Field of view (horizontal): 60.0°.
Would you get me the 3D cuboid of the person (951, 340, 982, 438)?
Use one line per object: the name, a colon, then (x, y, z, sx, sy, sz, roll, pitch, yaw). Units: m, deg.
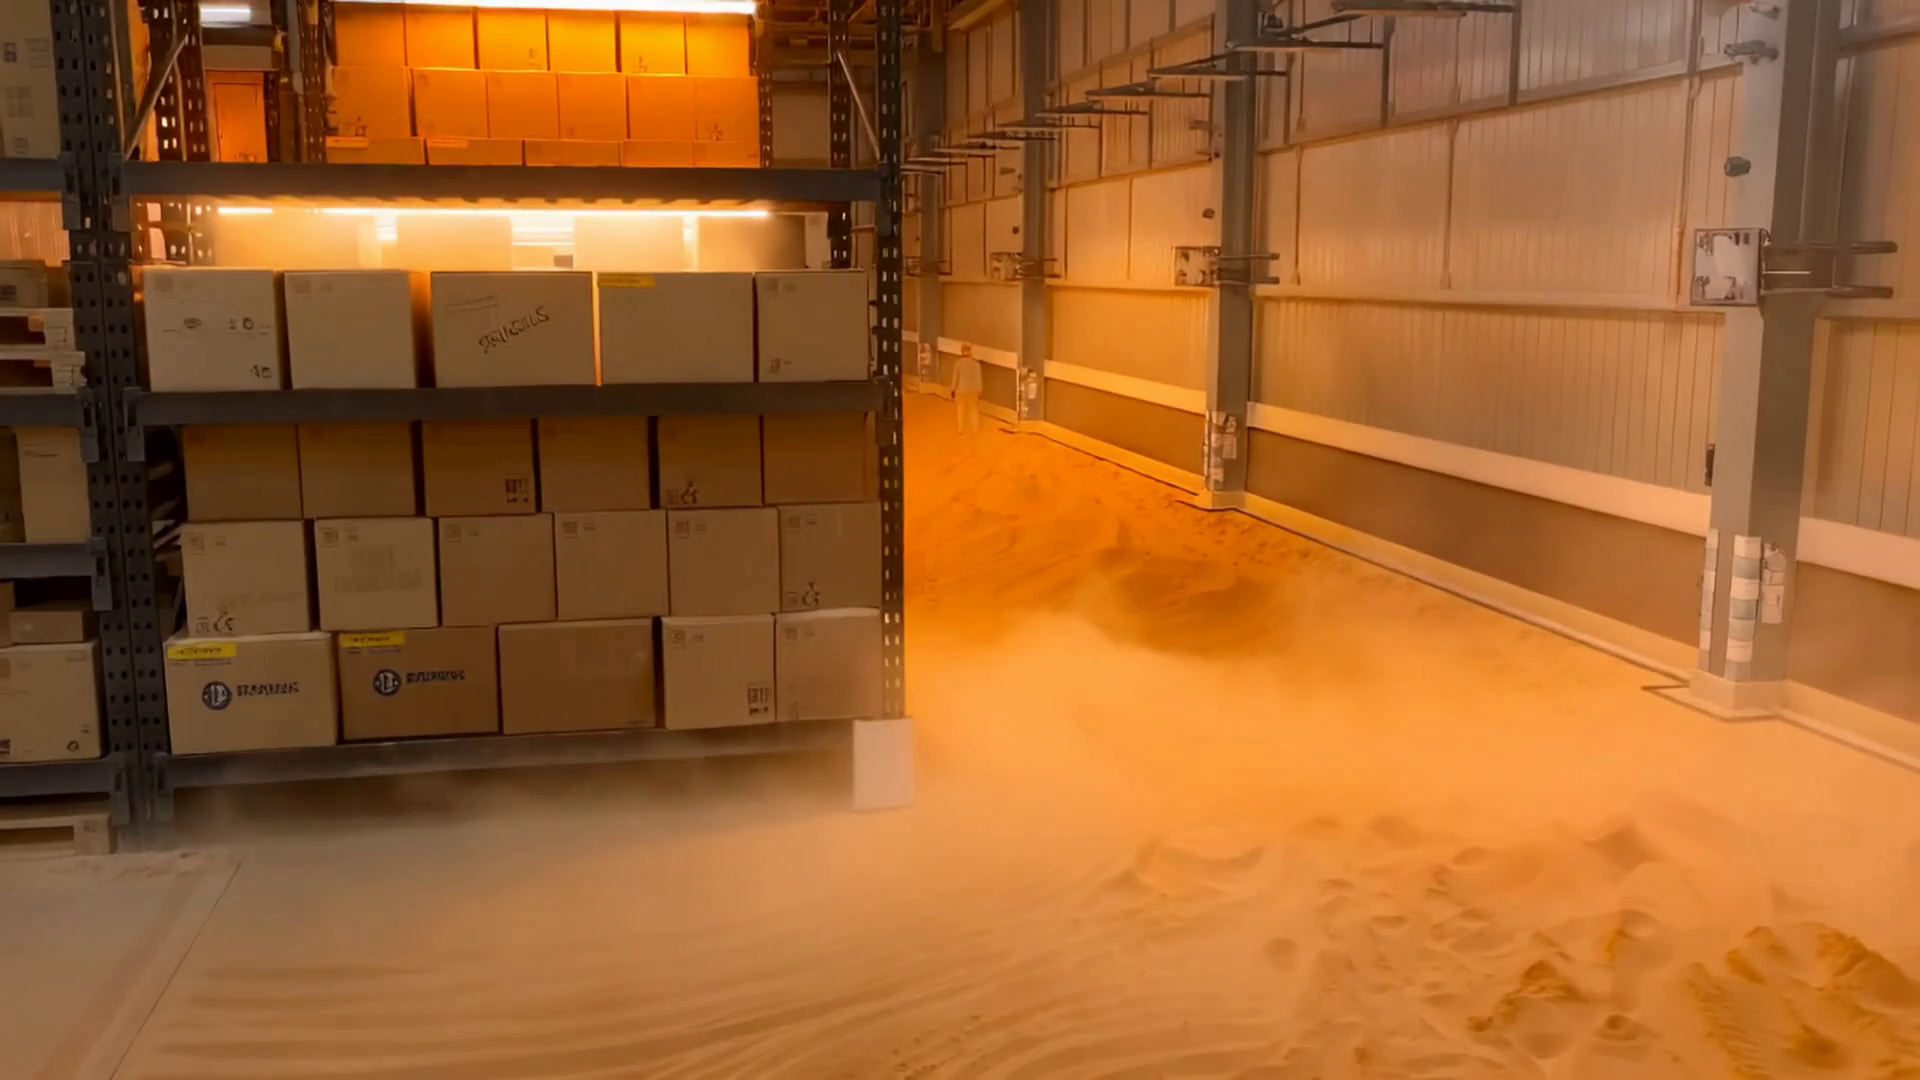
person: (0.108, -2.687, 29.607, 0.568, 1.748, 0.340, -2, 10, -13)
